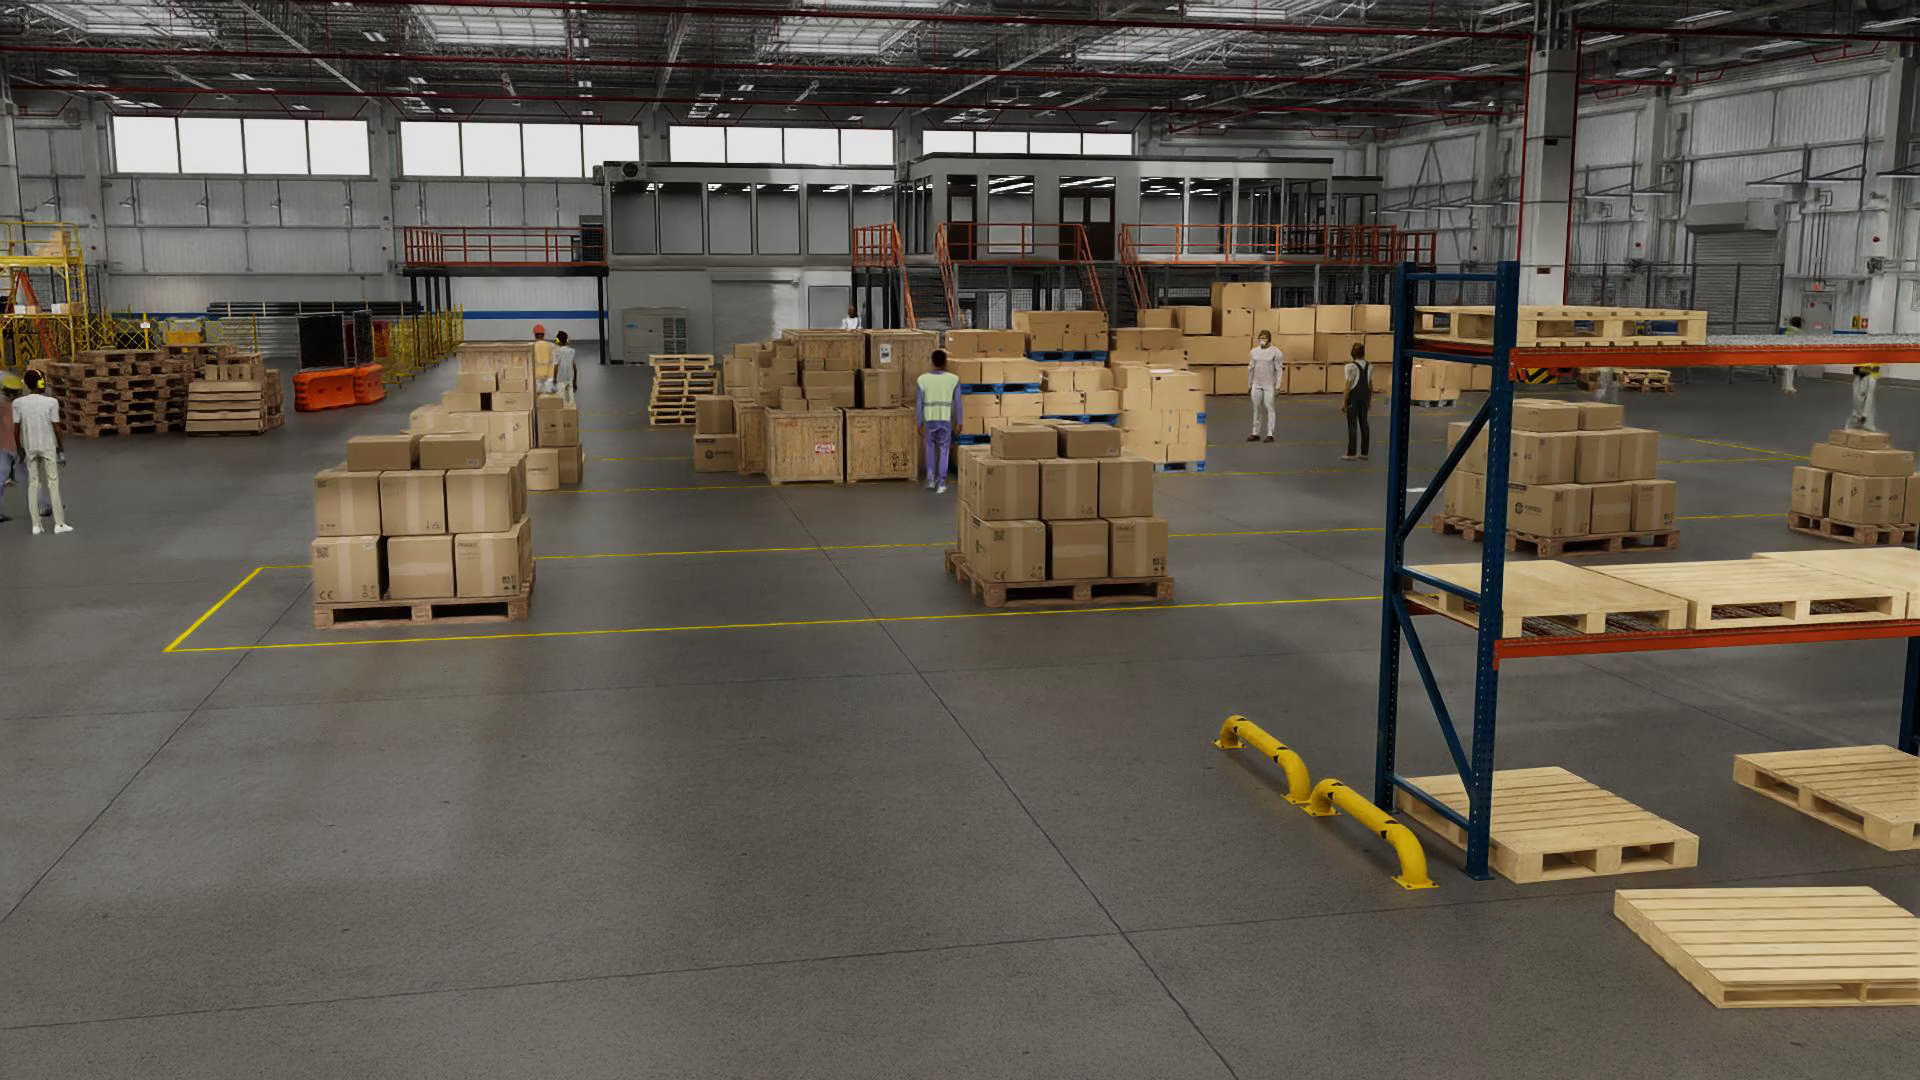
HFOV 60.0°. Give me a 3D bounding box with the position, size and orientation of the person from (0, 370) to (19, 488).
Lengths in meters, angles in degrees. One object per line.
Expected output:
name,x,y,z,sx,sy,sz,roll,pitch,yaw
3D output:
person,-13.019,-1.648,22.492,0.628,1.947,0.522,-1,9,-9

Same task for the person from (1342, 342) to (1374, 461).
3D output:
person,6.178,-2.147,25.860,0.517,1.842,0.326,-4,10,-23

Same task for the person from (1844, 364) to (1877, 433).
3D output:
person,13.144,-1.830,24.365,0.871,1.704,0.508,-2,9,-10

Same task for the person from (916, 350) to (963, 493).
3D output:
person,-0.263,-1.611,22.463,0.604,1.888,0.890,1,9,6

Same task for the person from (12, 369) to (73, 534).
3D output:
person,-10.366,-0.989,18.746,0.517,1.865,0.334,-2,9,-9

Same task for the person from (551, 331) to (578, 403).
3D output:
person,-7.129,-2.831,29.968,0.313,1.864,0.530,8,12,41

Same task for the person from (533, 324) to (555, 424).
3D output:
person,-7.997,-3.167,31.823,0.561,1.927,0.522,-4,10,-25

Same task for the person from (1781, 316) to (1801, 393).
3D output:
person,19.955,-4.445,39.891,0.429,1.842,0.632,1,9,4

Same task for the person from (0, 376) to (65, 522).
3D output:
person,-11.199,-1.092,19.791,0.543,1.711,0.895,4,10,25

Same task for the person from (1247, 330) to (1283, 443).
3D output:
person,5.228,-2.643,28.599,0.636,1.936,0.355,7,12,38

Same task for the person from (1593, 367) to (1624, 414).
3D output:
person,13.143,-3.436,33.567,0.760,1.892,0.610,4,10,23

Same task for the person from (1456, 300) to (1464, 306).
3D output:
person,16.400,-6.903,54.469,0.641,1.960,0.823,-5,11,-30

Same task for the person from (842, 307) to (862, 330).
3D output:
person,-3.161,-5.881,48.607,0.585,1.860,0.829,-1,9,-8
